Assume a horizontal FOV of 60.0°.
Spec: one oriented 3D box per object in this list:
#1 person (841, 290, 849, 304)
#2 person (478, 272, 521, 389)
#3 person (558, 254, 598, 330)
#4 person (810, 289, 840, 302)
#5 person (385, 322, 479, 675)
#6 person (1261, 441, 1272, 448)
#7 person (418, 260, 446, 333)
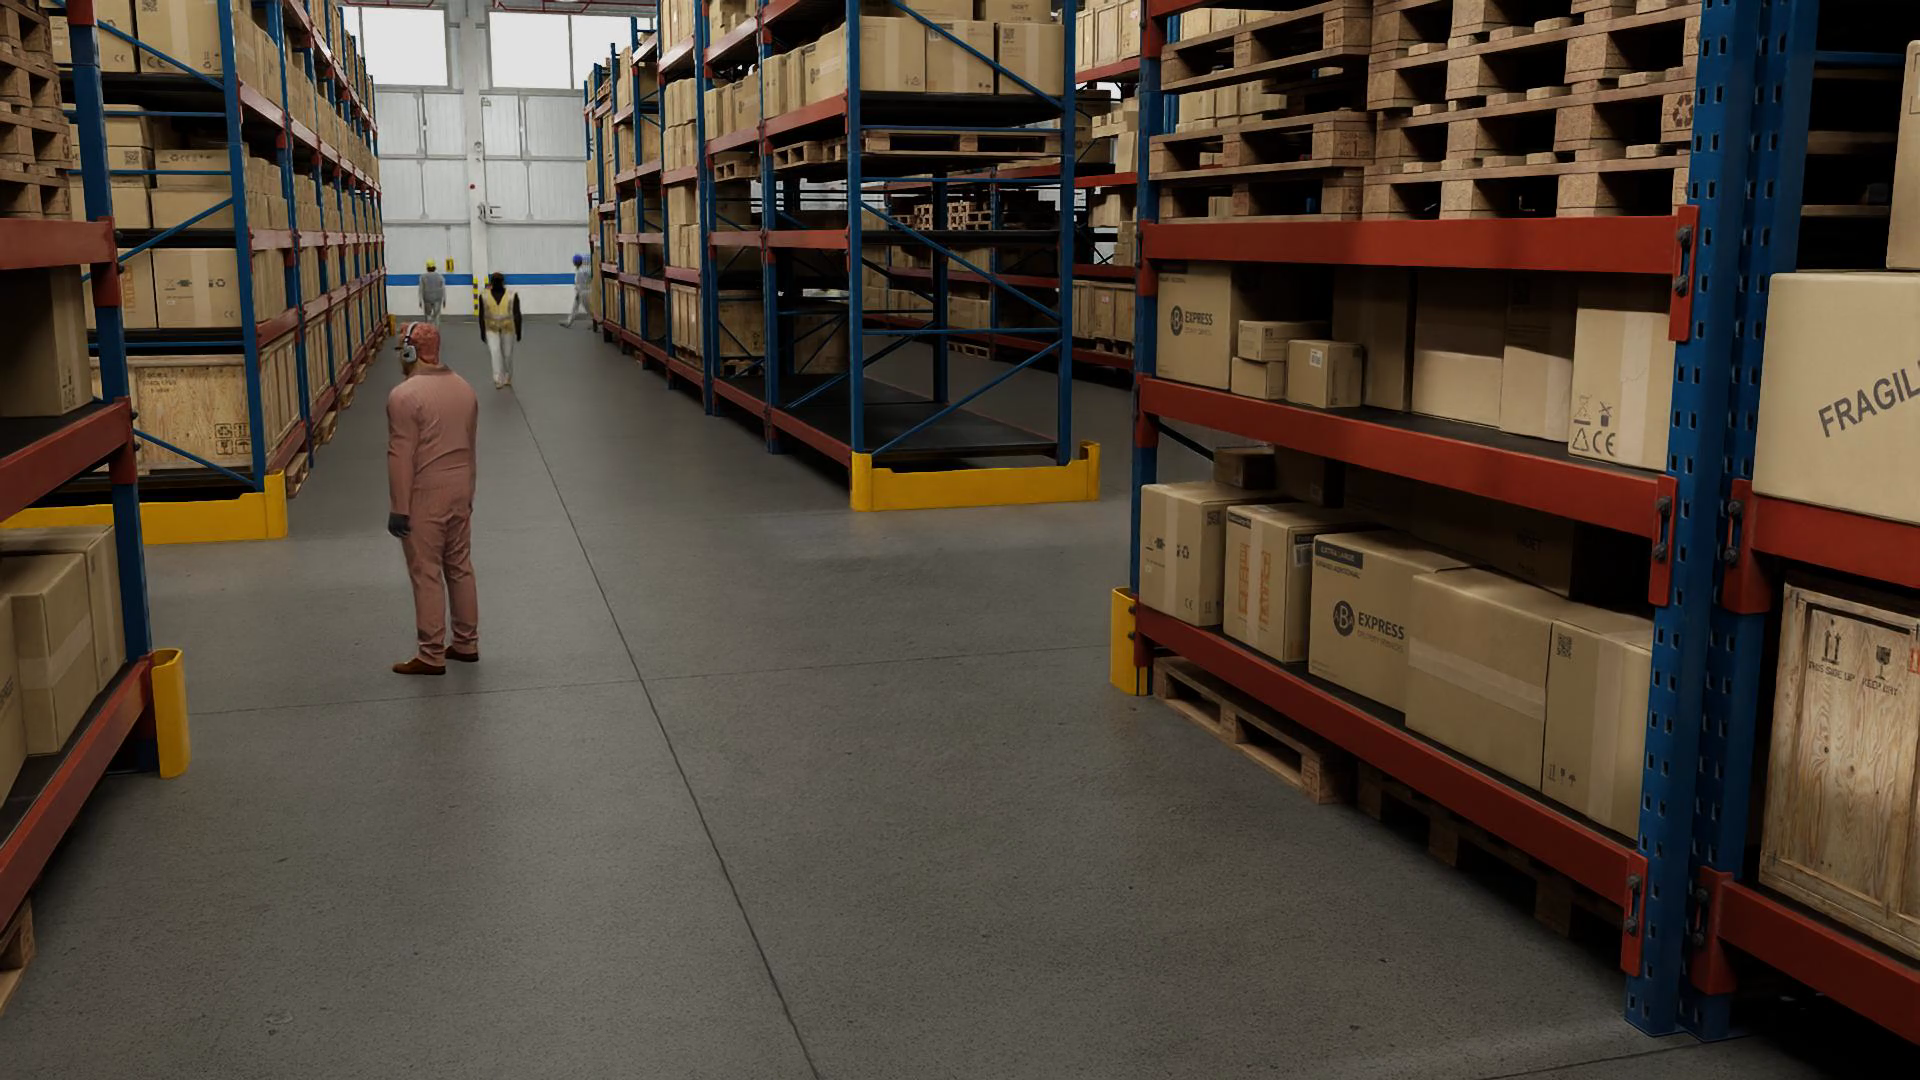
[{"bbox_3d":[-2.867,-6.545,44.038,0.573,1.749,0.343,4,11,22],"label":"person"},{"bbox_3d":[-7.193,-3.290,26.048,0.632,1.816,0.869,-3,11,-14],"label":"person"},{"bbox_3d":[-9.690,-6.274,42.159,1.011,1.889,0.637,-4,11,-21],"label":"person"},{"bbox_3d":[-2.288,-3.689,28.359,0.528,1.764,0.330,-3,11,-17],"label":"person"},{"bbox_3d":[-2.874,-0.226,9.014,0.399,1.899,0.646,3,11,18],"label":"person"},{"bbox_3d":[2.047,-0.426,10.754,0.864,1.663,0.543,8,13,38],"label":"person"},{"bbox_3d":[-12.260,-5.581,38.628,0.626,1.793,0.872,-4,11,-23],"label":"person"}]
